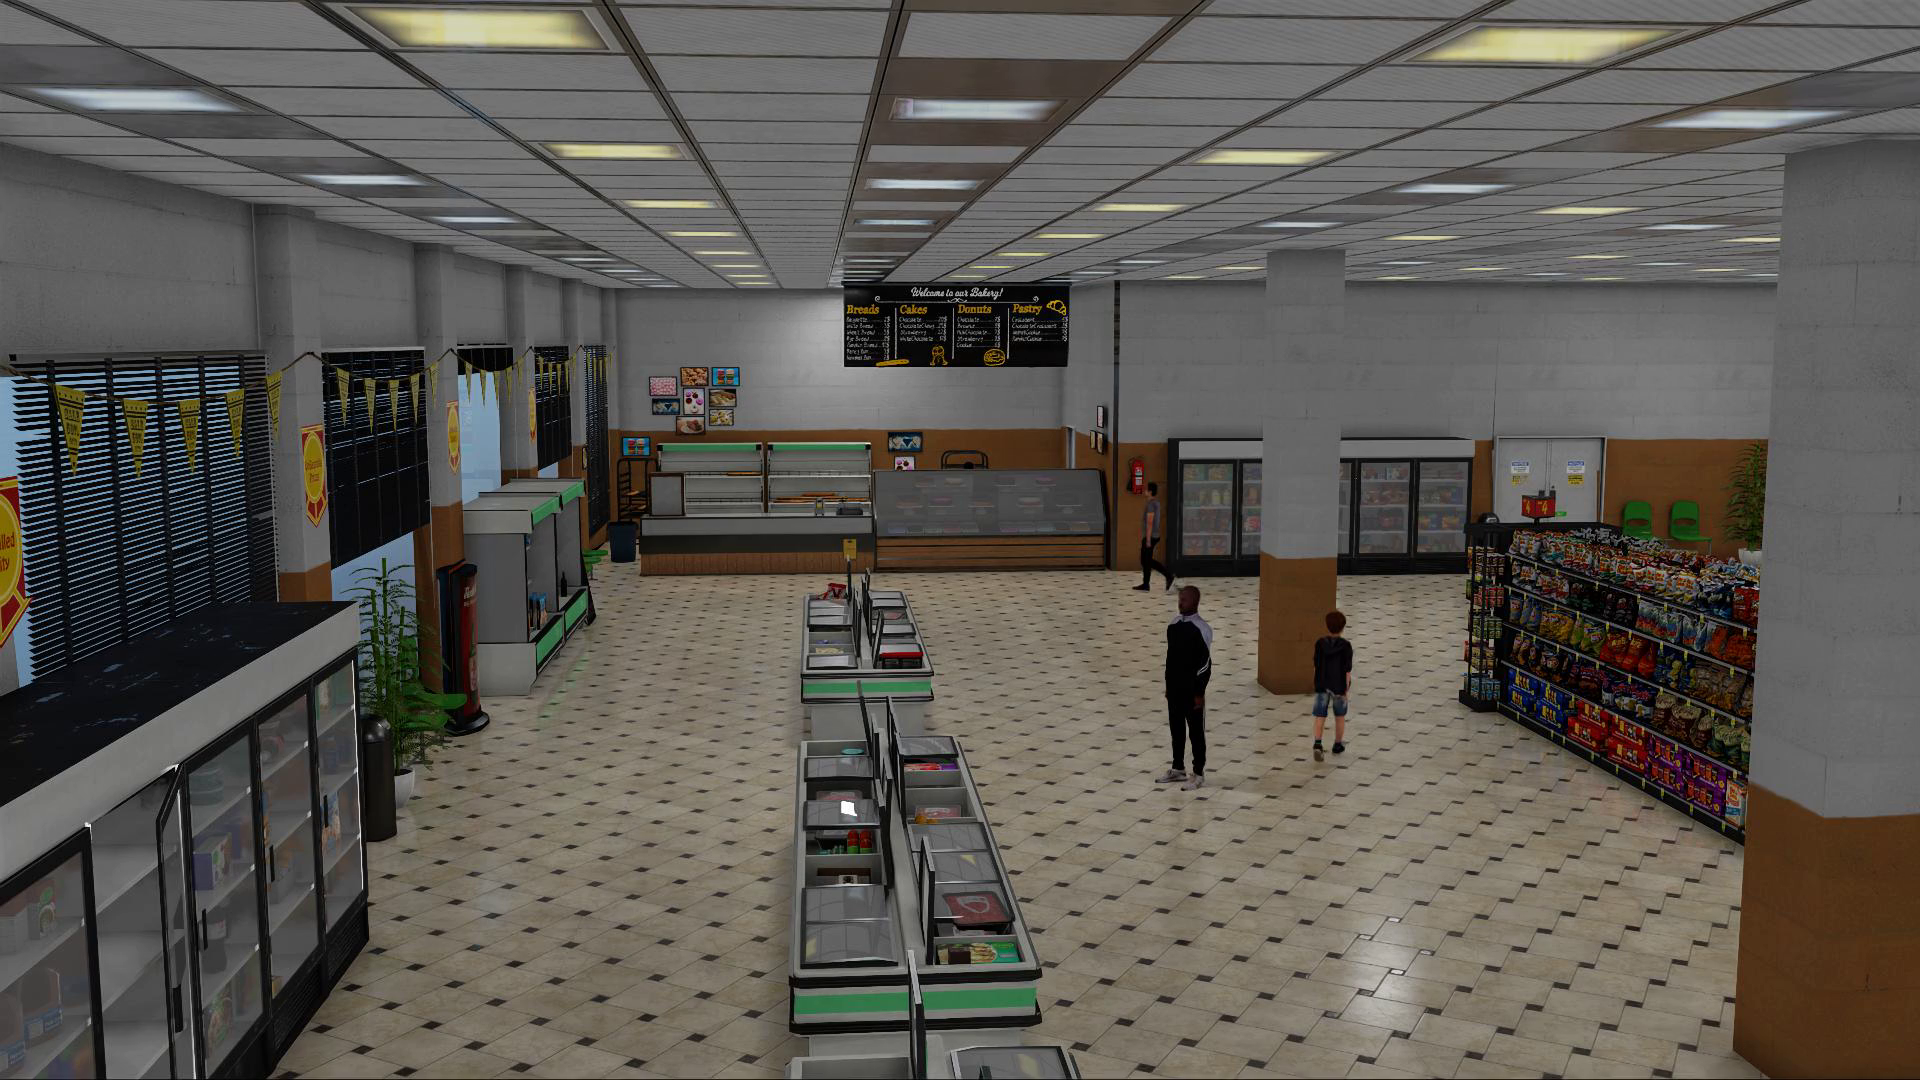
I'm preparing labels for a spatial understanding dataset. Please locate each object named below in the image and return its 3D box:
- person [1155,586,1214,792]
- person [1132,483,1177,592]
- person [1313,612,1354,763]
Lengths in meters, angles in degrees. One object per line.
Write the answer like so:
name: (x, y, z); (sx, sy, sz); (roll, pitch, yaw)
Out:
person: (2.050, 1.301, 14.951); (0.797, 1.830, 0.672); (-5, 8, -34)
person: (3.088, -0.023, 26.305); (0.864, 1.734, 0.957); (2, 7, 13)
person: (3.495, 1.407, 15.770); (0.822, 1.423, 1.011); (3, 7, 23)
